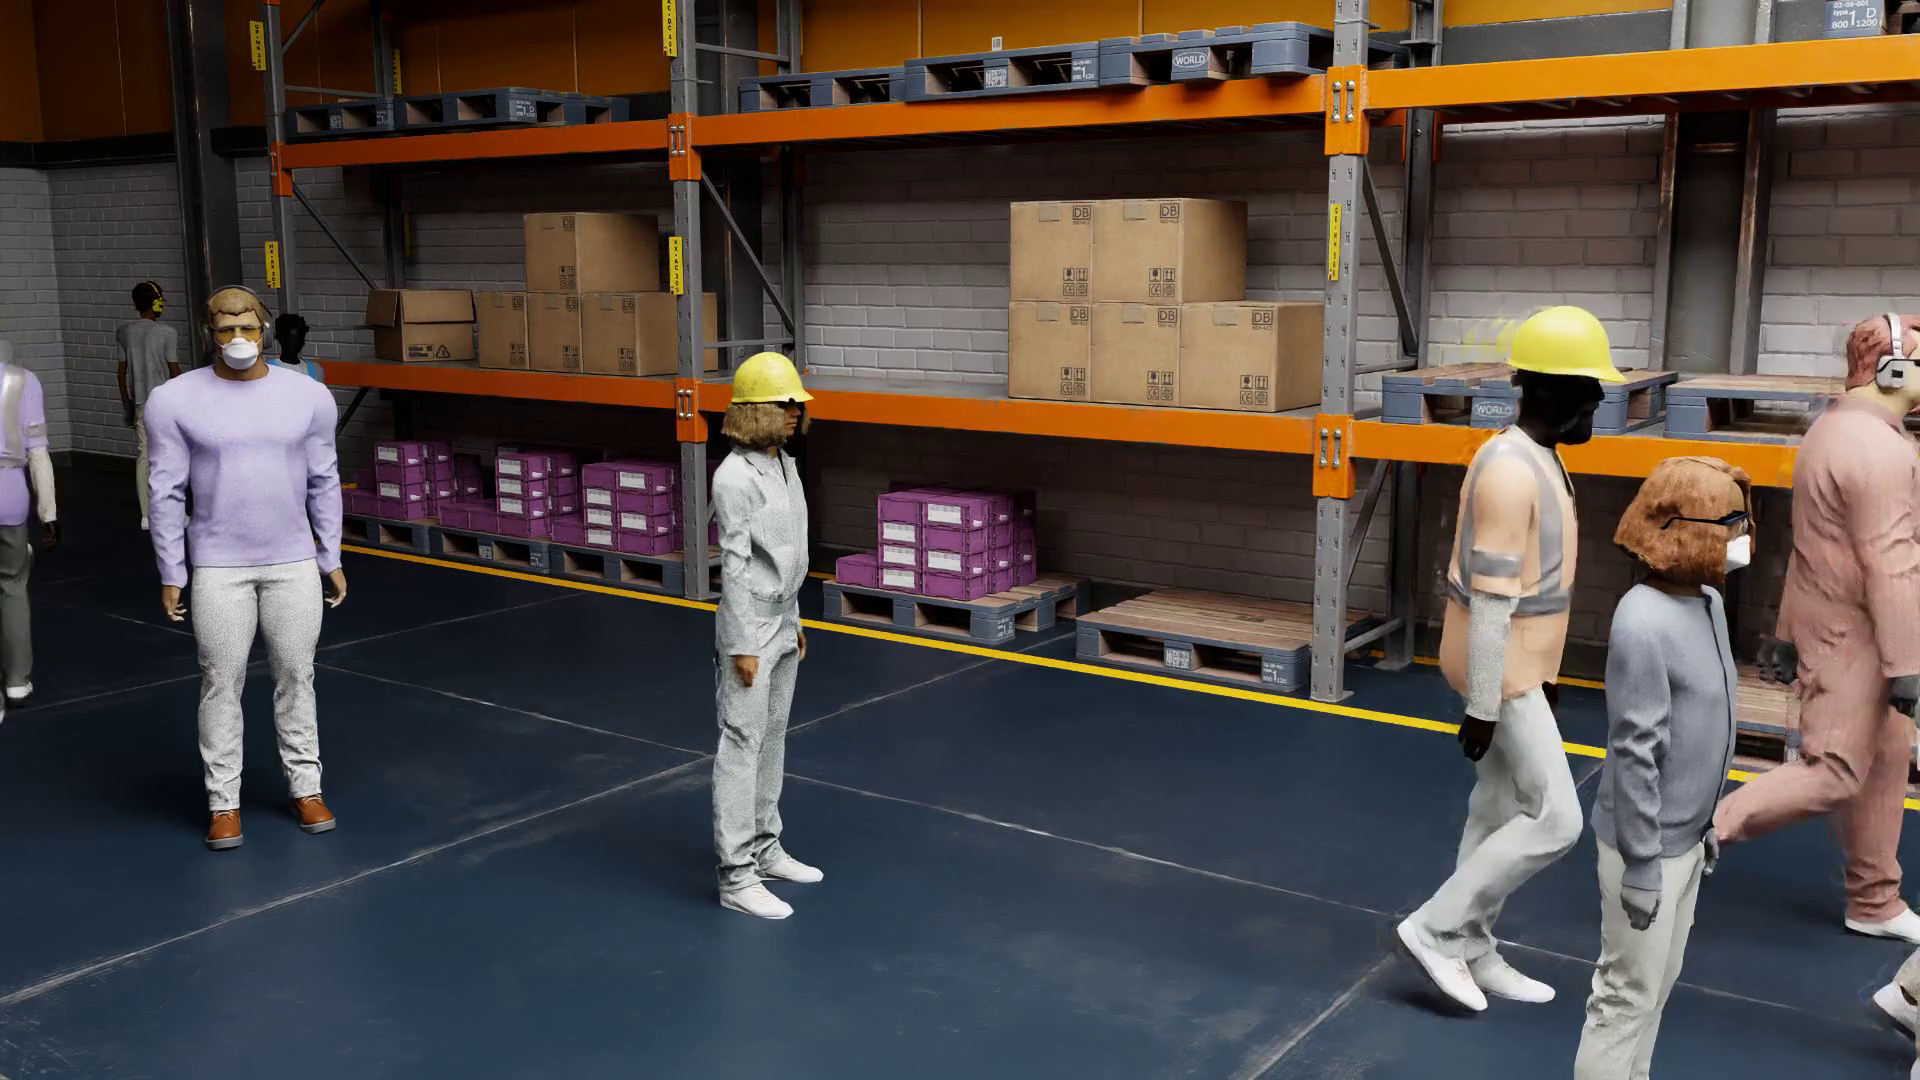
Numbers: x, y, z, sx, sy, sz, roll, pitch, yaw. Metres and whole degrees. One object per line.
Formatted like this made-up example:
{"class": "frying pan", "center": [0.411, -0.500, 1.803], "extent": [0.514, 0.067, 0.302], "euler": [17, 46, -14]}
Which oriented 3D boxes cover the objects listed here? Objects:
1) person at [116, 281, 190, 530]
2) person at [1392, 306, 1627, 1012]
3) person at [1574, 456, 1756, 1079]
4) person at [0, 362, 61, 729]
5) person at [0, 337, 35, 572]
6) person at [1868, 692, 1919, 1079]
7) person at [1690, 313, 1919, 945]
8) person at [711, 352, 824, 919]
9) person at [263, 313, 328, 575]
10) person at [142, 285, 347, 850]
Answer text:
{"class": "person", "center": [-6.070, -1.006, 12.537], "extent": [0.520, 1.873, 0.335], "euler": [1, 10, 8]}
{"class": "person", "center": [1.495, 0.340, 4.424], "extent": [0.423, 1.910, 0.586], "euler": [4, 10, 21]}
{"class": "person", "center": [1.473, 0.635, 3.470], "extent": [0.280, 1.633, 0.500], "euler": [7, 12, 36]}
{"class": "person", "center": [-4.338, -0.150, 7.347], "extent": [0.614, 1.895, 0.804], "euler": [-5, 11, -30]}
{"class": "person", "center": [-6.093, -0.638, 10.368], "extent": [0.413, 1.860, 0.544], "euler": [5, 11, 28]}
{"class": "person", "center": [2.449, 0.562, 3.915], "extent": [0.372, 1.624, 0.528], "euler": [5, 11, 28]}
{"class": "person", "center": [2.525, 0.277, 4.866], "extent": [0.820, 1.881, 0.632], "euler": [4, 10, 20]}
{"class": "person", "center": [-0.598, 0.287, 5.214], "extent": [0.306, 1.745, 0.483], "euler": [3, 10, 16]}
{"class": "person", "center": [-4.233, -0.588, 10.567], "extent": [0.321, 1.695, 0.530], "euler": [6, 11, 31]}
{"class": "person", "center": [-2.462, 0.092, 5.793], "extent": [0.635, 1.938, 0.360], "euler": [-6, 11, -32]}
